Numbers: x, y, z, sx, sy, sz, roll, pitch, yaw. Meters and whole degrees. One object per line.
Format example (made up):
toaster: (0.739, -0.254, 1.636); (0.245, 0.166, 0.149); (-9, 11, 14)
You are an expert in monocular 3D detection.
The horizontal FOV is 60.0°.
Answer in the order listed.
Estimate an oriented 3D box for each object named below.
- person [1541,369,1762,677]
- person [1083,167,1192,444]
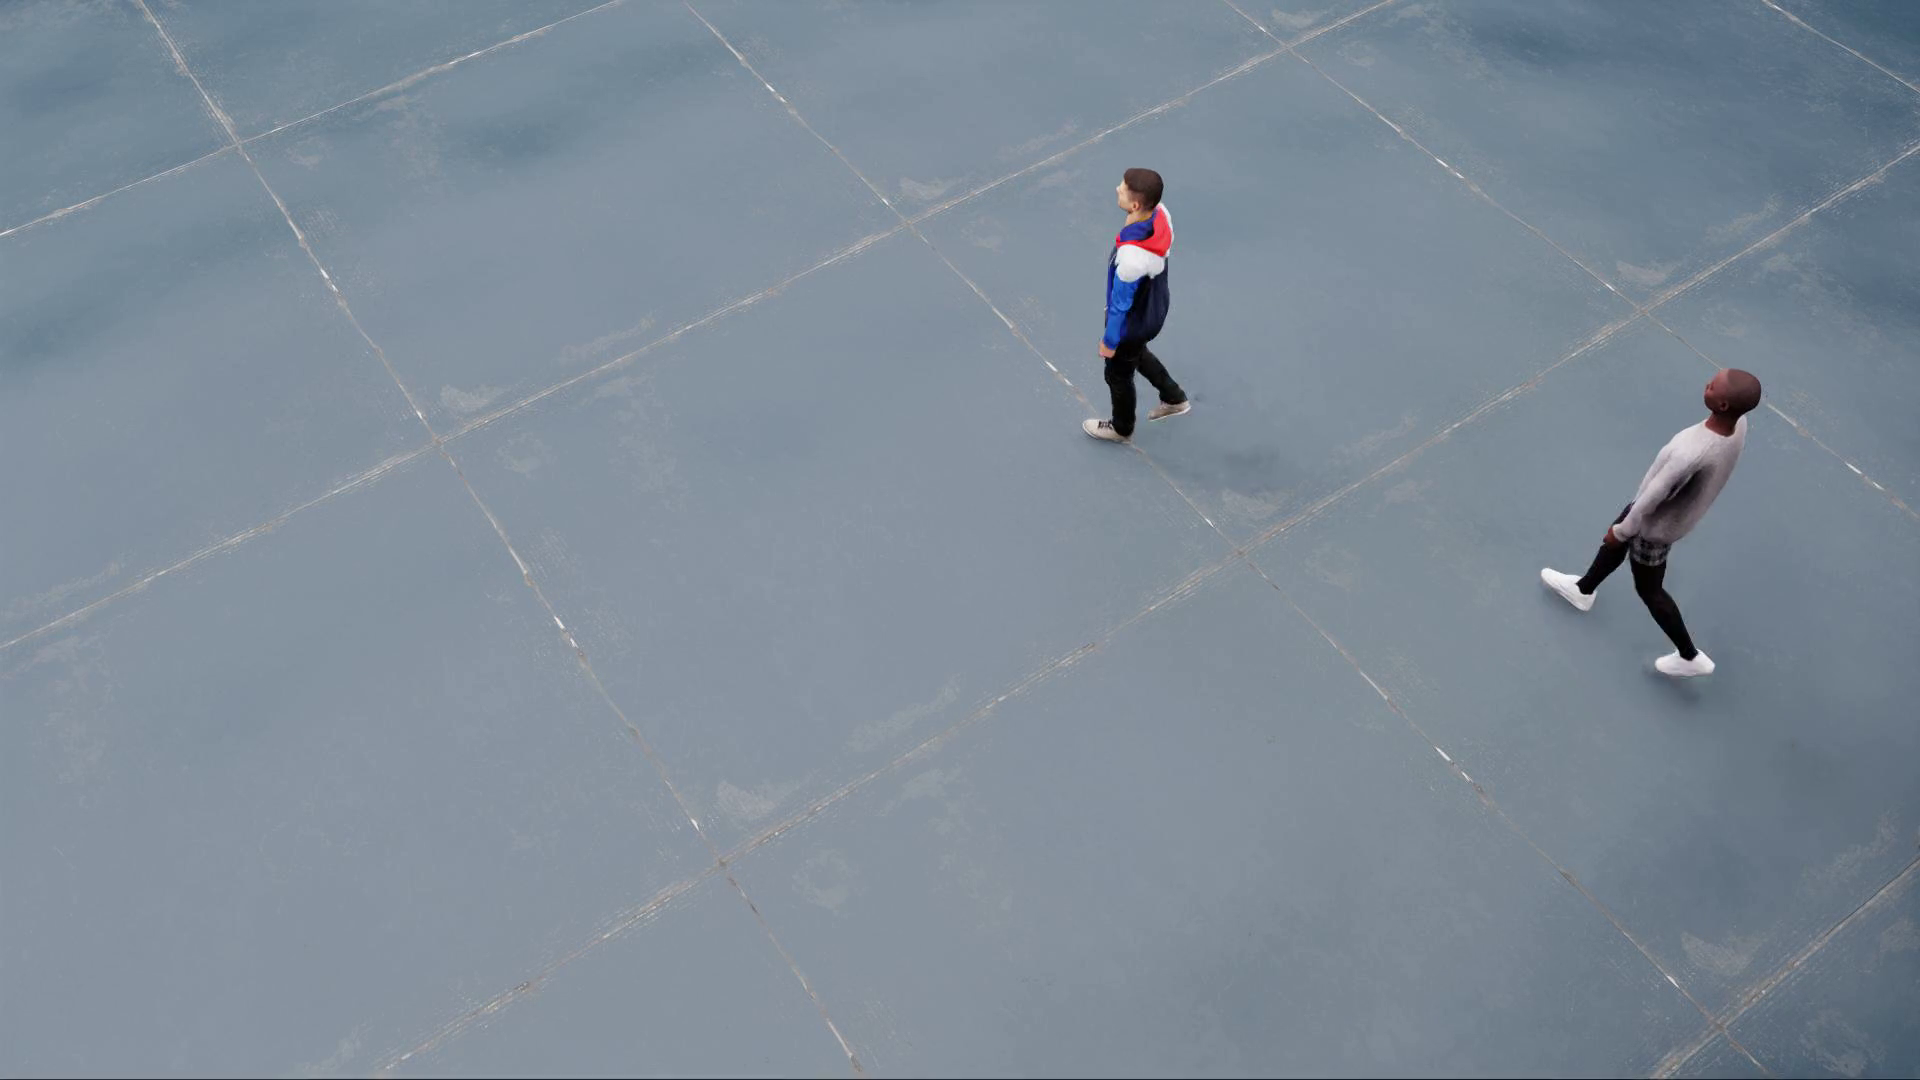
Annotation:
person: (3.188, -0.034, 7.336); (1.182, 1.743, 0.776); (36, 60, 25)
person: (0.945, -1.082, 8.146); (0.922, 1.746, 0.849); (15, 54, 11)
